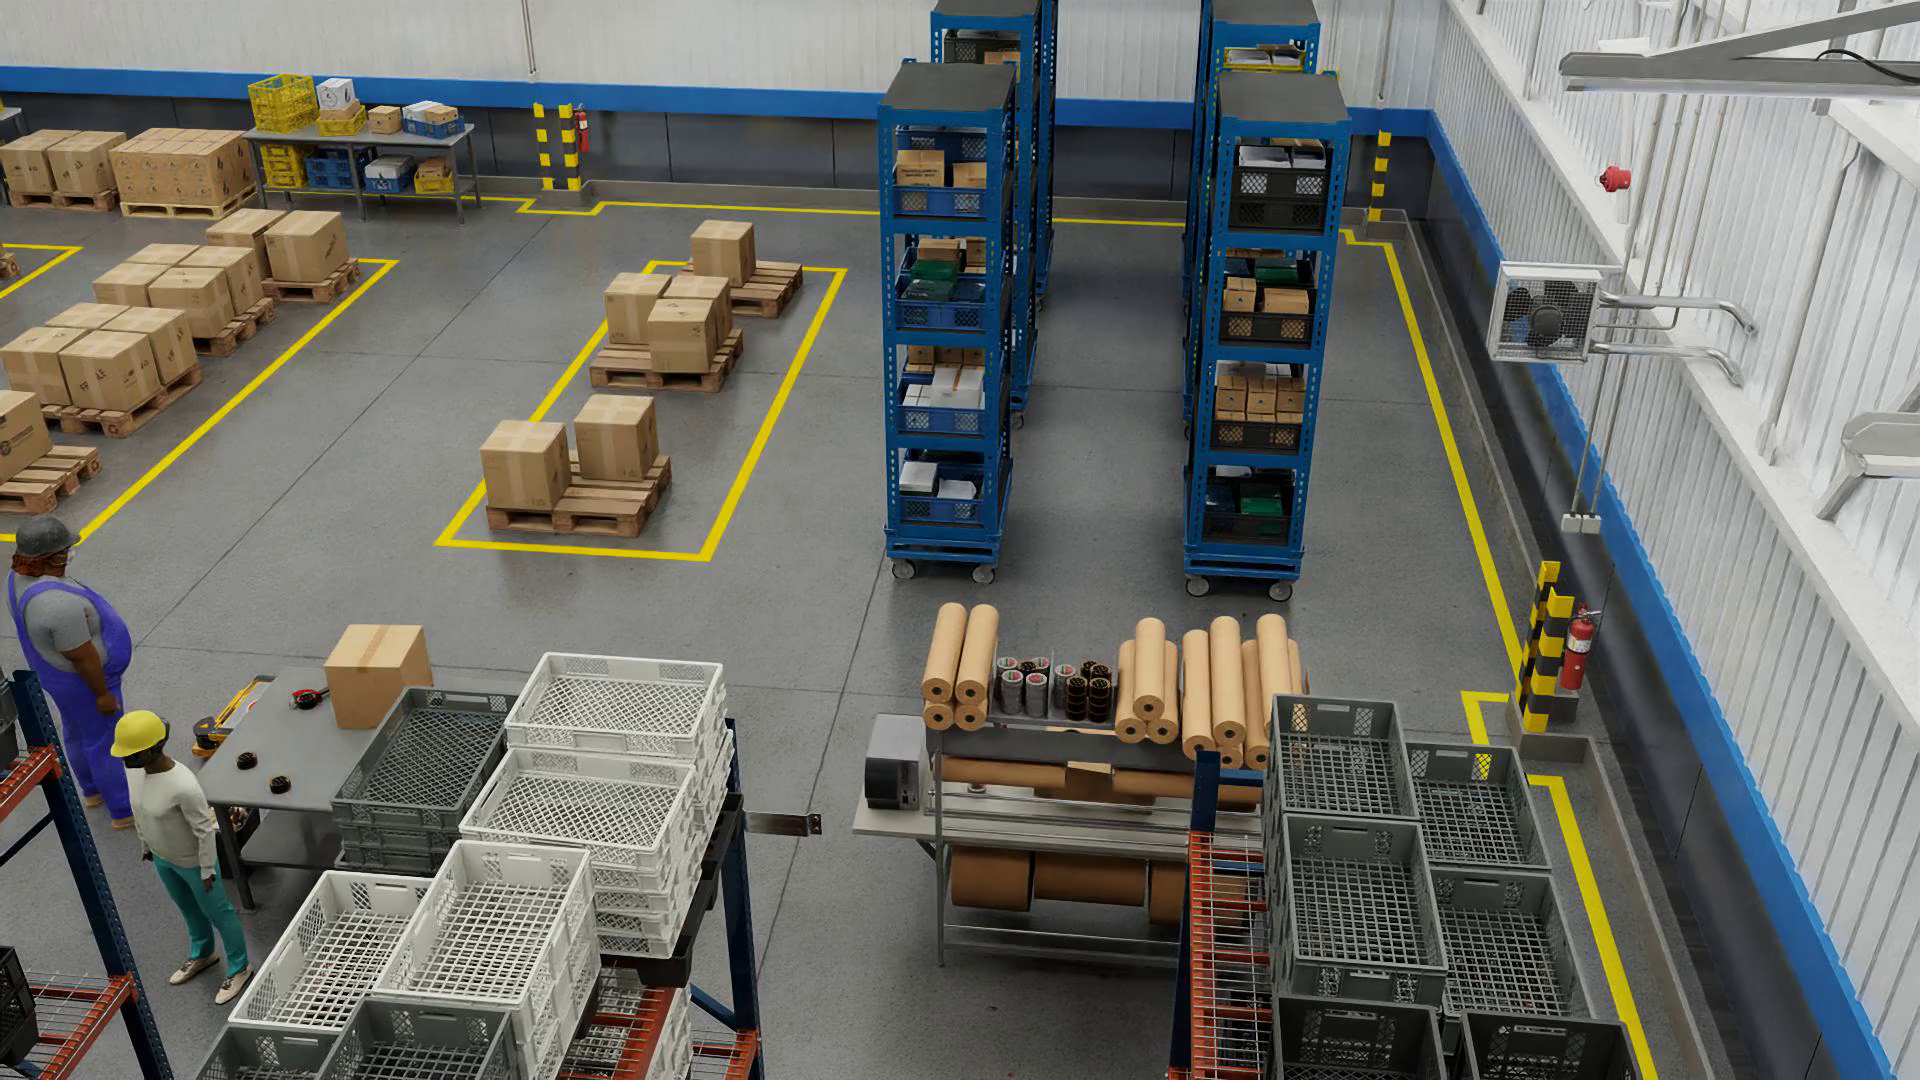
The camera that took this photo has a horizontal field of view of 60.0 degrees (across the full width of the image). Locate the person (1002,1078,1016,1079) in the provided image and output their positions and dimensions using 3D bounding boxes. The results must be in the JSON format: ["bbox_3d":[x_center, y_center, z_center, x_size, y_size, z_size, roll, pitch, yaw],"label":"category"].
[{"bbox_3d":[0.178,2.746,6.351,0.579,1.882,0.340,-19,35,-30],"label":"person"}]

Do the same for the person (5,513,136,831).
[{"bbox_3d":[-5.069,0.738,9.647,0.685,2.000,0.535,23,38,34],"label":"person"}]

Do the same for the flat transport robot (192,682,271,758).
[{"bbox_3d":[-4.089,1.163,10.648,1.431,0.197,0.652,3,30,6],"label":"flat transport robot"}]

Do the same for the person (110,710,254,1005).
[{"bbox_3d":[-3.966,1.597,8.441,0.525,1.768,0.312,15,33,23],"label":"person"}]
